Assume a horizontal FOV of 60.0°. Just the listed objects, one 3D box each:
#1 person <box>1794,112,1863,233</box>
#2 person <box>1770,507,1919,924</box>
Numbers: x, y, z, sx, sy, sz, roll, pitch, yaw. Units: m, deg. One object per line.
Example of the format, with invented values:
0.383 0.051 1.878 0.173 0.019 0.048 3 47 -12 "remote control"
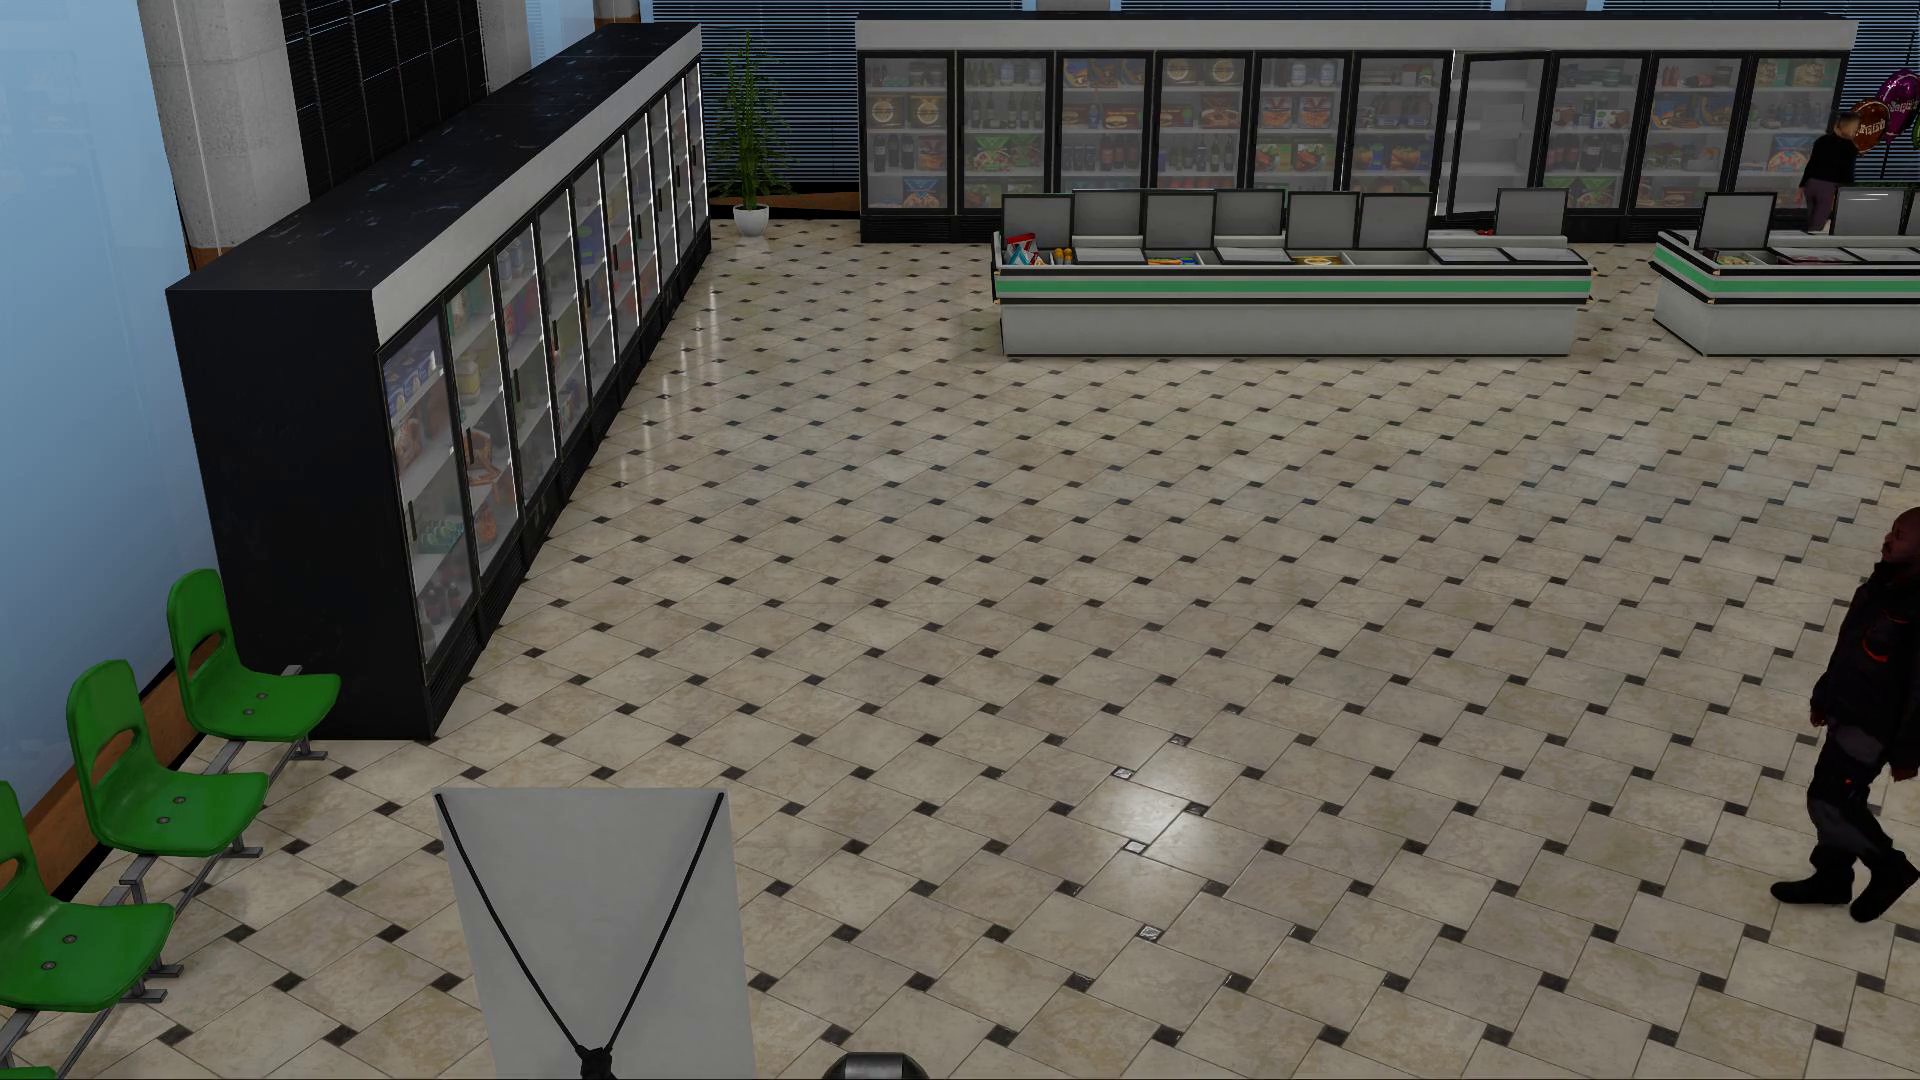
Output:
8.214 -3.268 15.986 0.845 1.640 0.763 -15 28 -31 "person"
3.749 0.714 6.676 0.789 1.810 0.734 2 24 5 "person"
